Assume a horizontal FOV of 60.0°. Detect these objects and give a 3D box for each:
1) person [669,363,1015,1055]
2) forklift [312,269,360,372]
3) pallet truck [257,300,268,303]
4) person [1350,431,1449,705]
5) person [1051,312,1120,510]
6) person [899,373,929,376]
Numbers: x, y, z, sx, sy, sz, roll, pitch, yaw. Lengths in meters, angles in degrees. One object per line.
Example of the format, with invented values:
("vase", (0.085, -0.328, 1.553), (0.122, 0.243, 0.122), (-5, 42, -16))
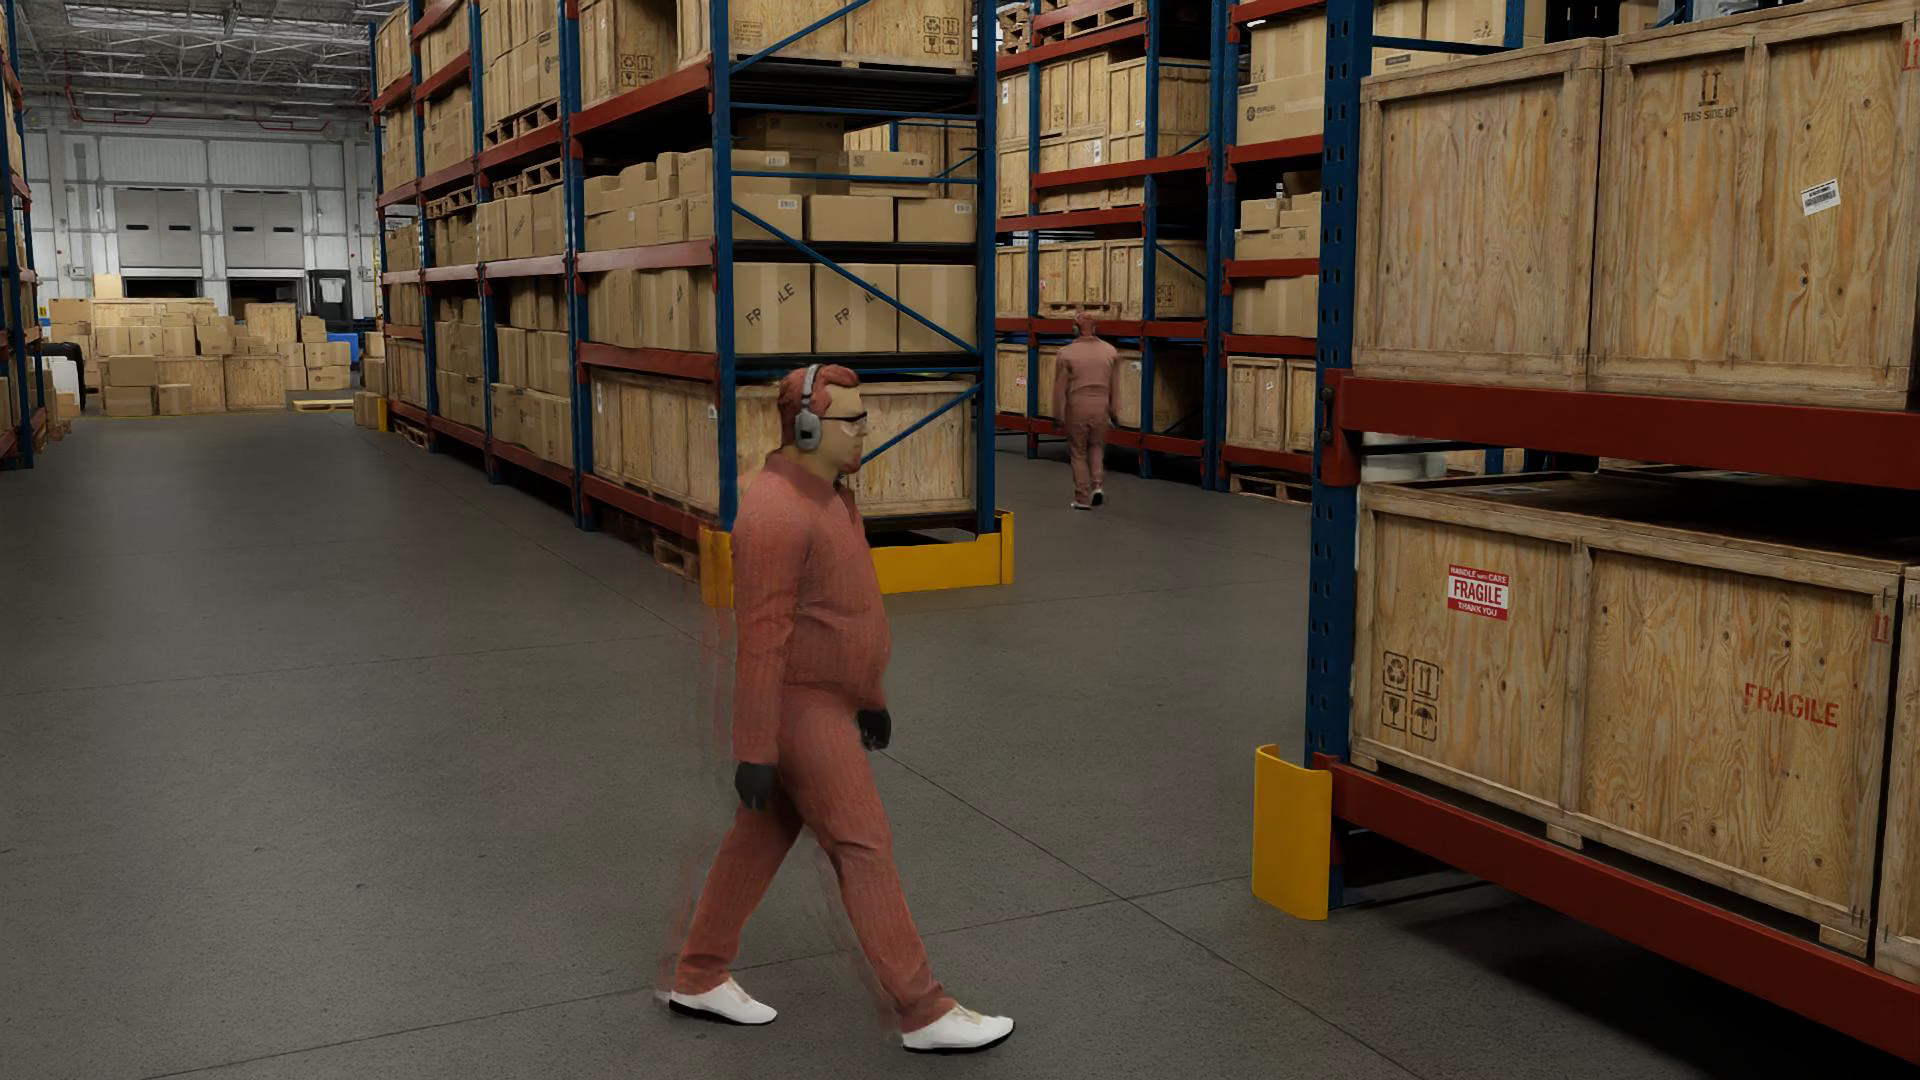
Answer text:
("person", (-0.373, 0.454, 4.475), (0.991, 1.853, 0.666), (1, 8, 6))
("forklift", (-17.110, -5.997, 45.439), (1.129, 2.768, 1.873), (-4, 9, -26))
("pallet truck", (-23.913, -7.404, 58.171), (1.885, 1.965, 0.823), (-1, 8, -9))
("person", (2.195, -0.191, 8.452), (0.633, 1.983, 1.058), (6, 10, 34))
("person", (1.186, -1.230, 15.951), (0.670, 1.889, 0.445), (-3, 9, -18))
("person", (-0.532, -1.087, 15.662), (0.537, 1.692, 0.319), (2, 9, 15))
